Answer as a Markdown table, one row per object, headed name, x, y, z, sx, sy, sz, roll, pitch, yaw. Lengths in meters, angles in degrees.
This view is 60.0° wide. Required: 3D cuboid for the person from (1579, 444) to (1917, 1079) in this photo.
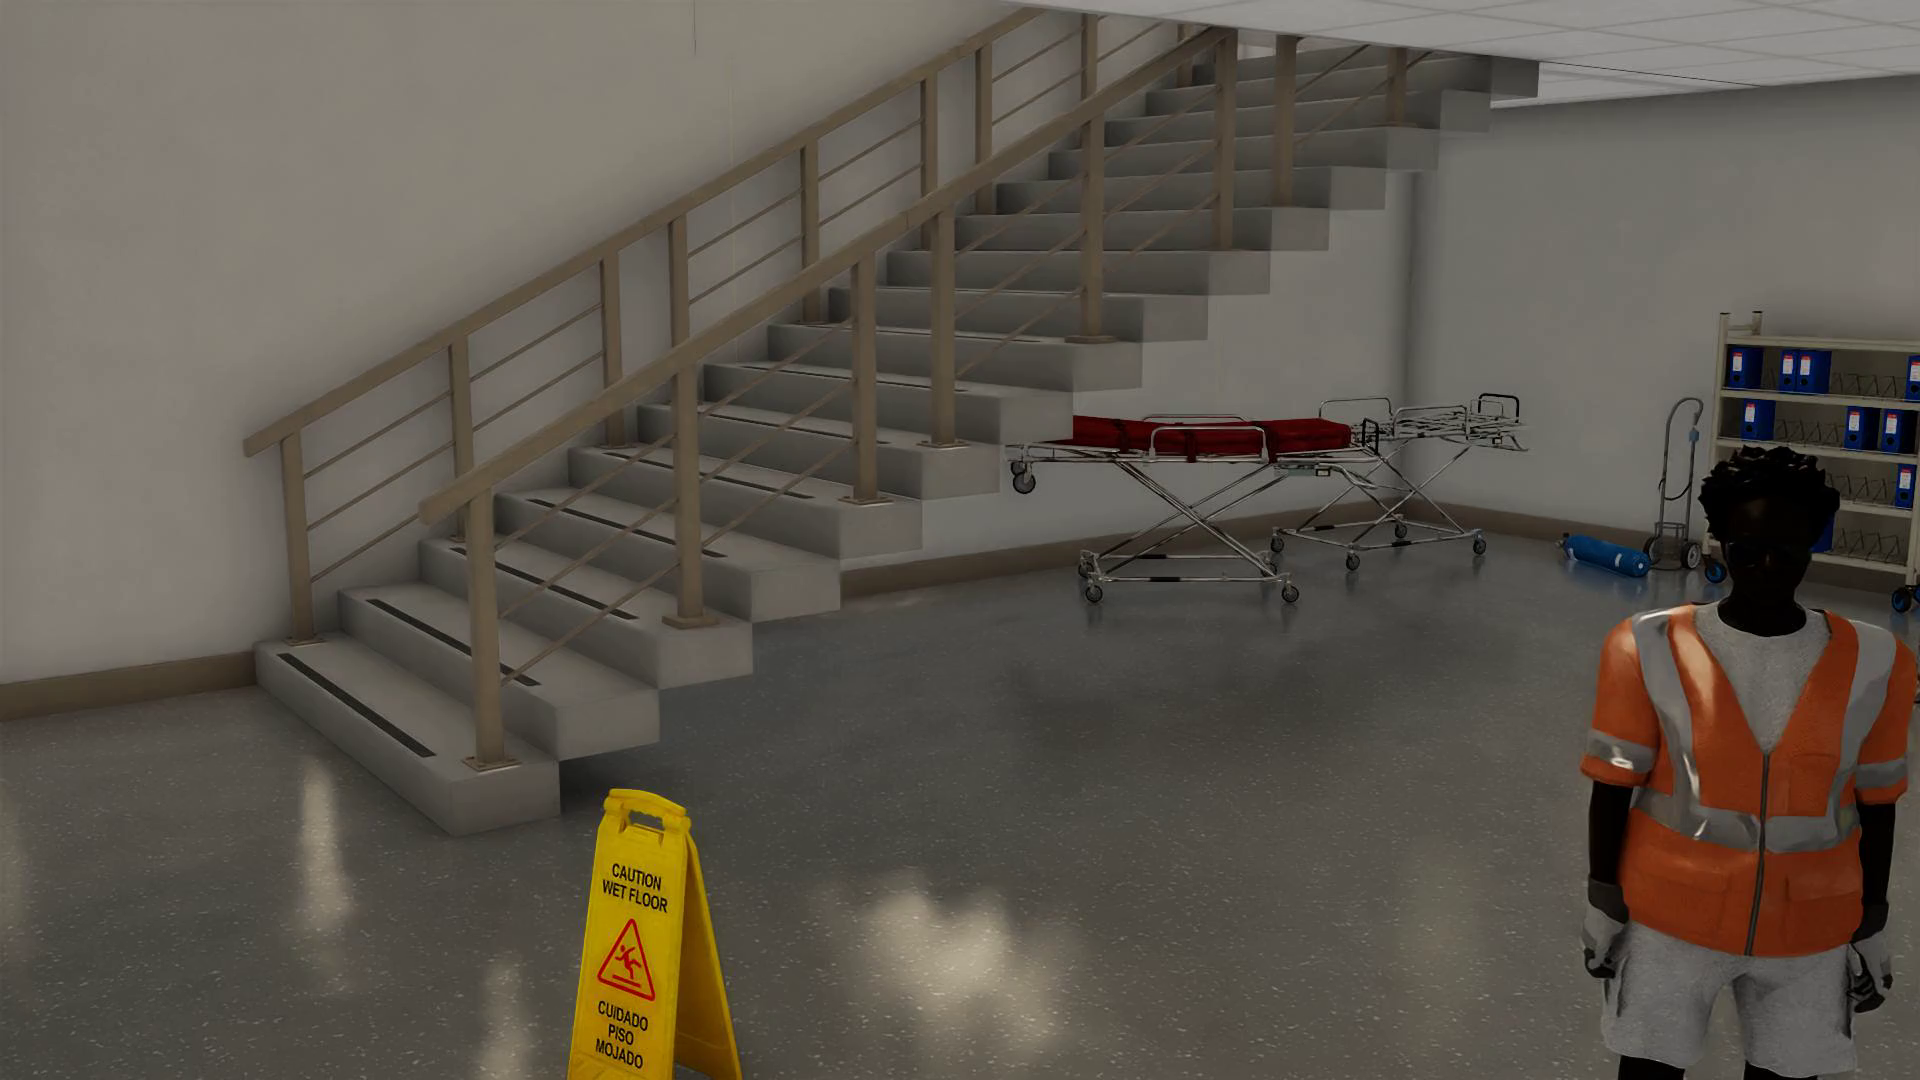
| name | x | y | z | sx | sy | sz | roll | pitch | yaw |
| --- | --- | --- | --- | --- | --- | --- | --- | --- | --- |
| person | 1.371 | 0.675 | 2.948 | 0.541 | 1.696 | 0.315 | 2 | 10 | 14 |
